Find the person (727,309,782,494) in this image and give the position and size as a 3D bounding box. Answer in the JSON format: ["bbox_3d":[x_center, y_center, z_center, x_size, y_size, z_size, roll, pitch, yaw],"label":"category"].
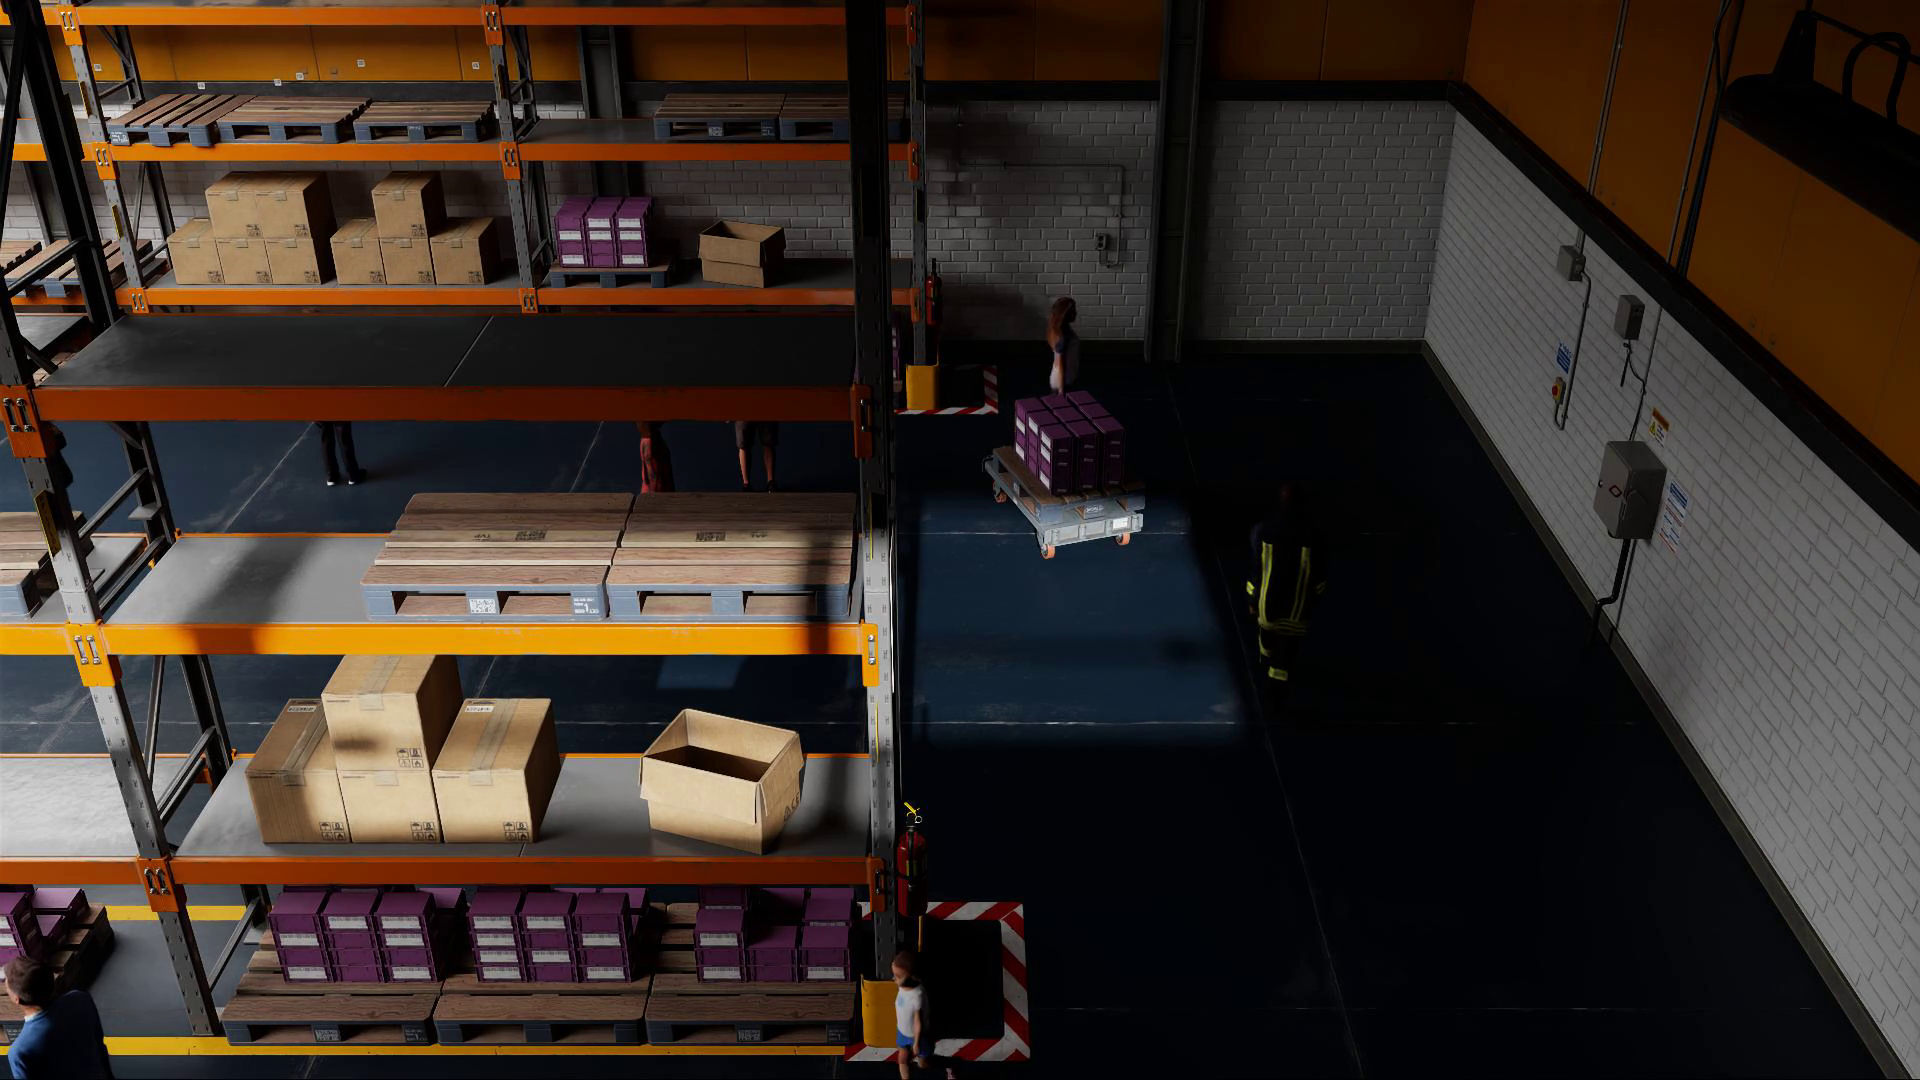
[{"bbox_3d":[-1.883,-1.258,15.373,0.580,1.861,0.778,-4,29,-8],"label":"person"}]

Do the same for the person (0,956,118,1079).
[{"bbox_3d":[-4.313,2.736,8.095,0.665,1.819,0.717,8,30,14],"label":"person"}]

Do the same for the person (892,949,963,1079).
[{"bbox_3d":[-0.206,2.651,9.102,0.734,1.005,0.602,-15,32,-25],"label":"person"}]

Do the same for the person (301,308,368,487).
[{"bbox_3d":[-5.957,-1.339,15.646,0.442,1.742,0.634,0,29,1],"label":"person"}]

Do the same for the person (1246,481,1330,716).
[{"bbox_3d":[2.408,0.444,12.331,1.232,1.786,1.072,10,30,17],"label":"person"}]

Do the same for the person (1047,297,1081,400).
[{"bbox_3d":[0.915,-1.520,16.009,0.951,1.713,0.677,4,29,7],"label":"person"}]
